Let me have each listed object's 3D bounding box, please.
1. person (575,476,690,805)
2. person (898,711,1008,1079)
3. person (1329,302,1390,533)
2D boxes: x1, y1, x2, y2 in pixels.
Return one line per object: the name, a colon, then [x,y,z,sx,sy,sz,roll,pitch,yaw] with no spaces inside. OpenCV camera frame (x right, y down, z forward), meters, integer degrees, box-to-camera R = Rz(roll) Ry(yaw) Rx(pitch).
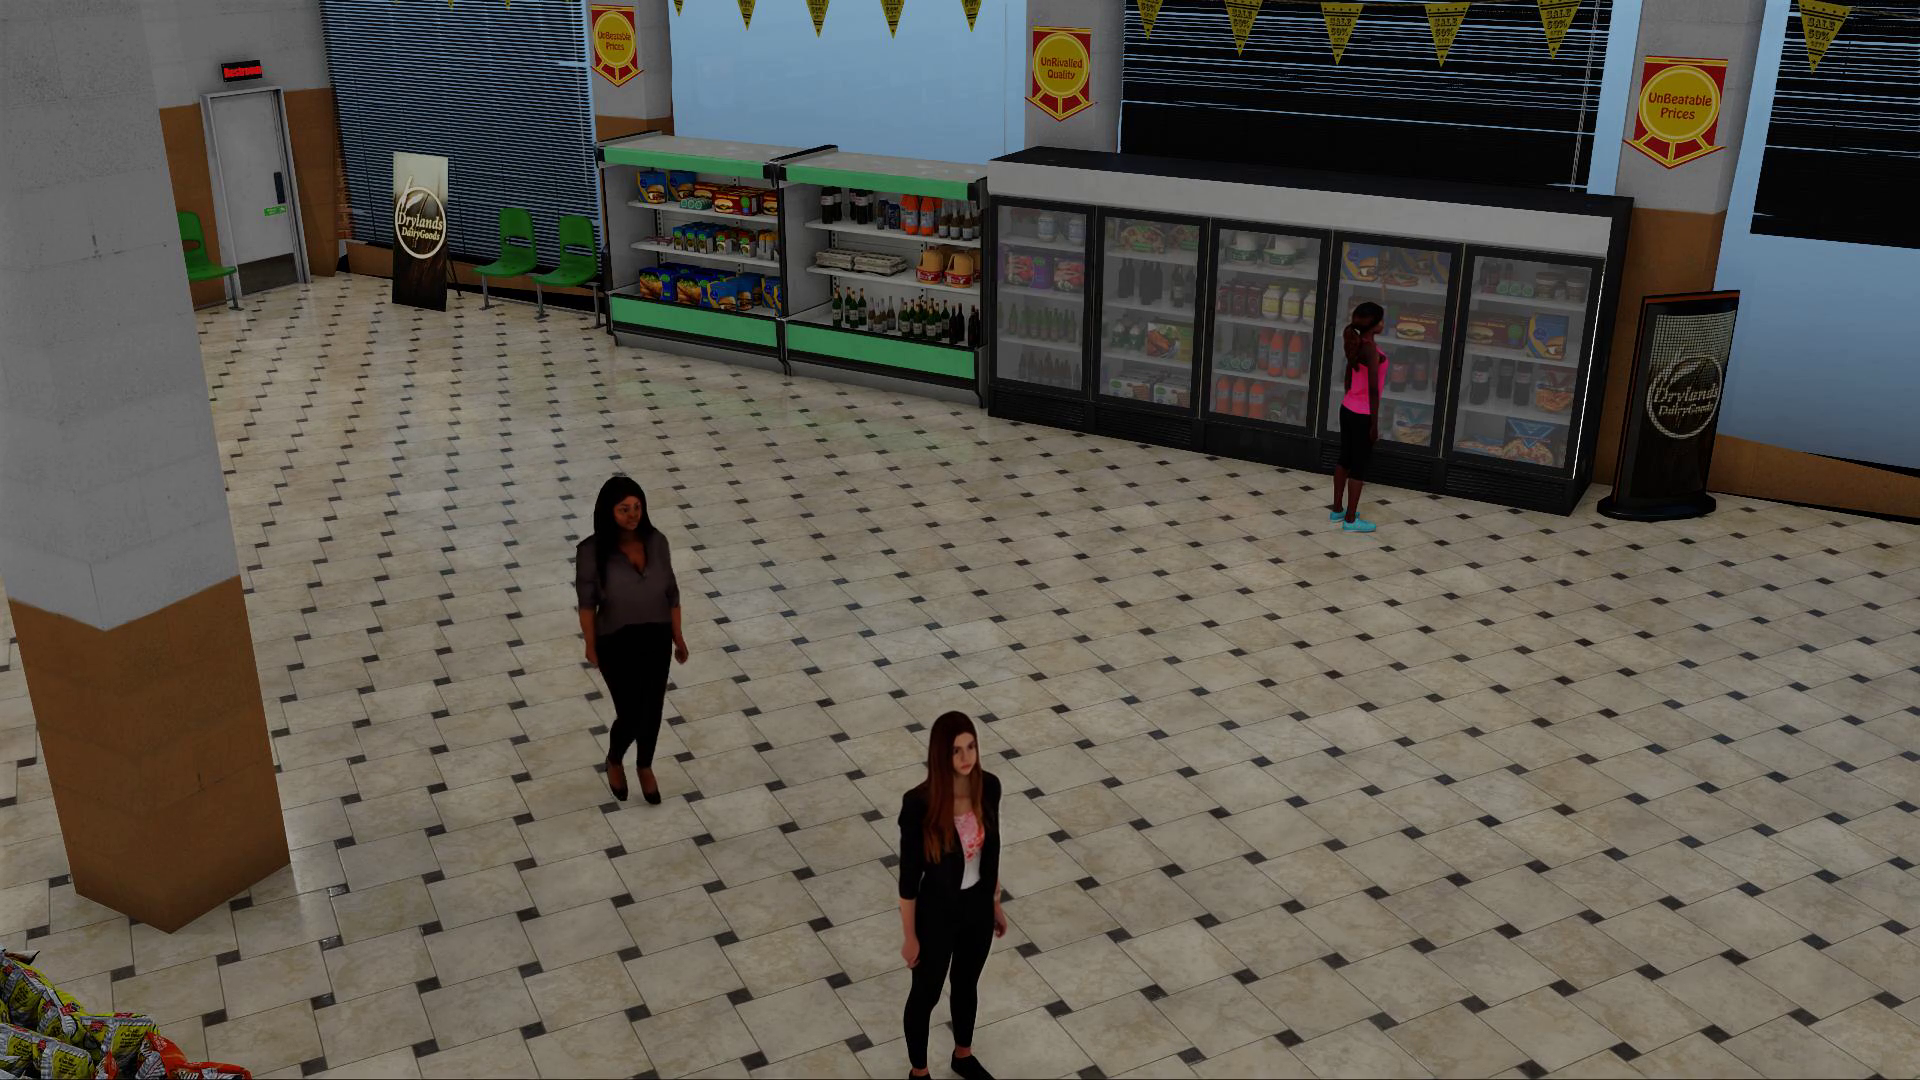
person: [-1.720,0.520,8.564,0.750,1.828,0.769,-16,27,-34]
person: [-0.040,1.430,6.455,0.684,1.712,0.684,-13,25,-28]
person: [2.943,-0.918,12.285,0.722,1.723,0.667,-5,22,-12]
